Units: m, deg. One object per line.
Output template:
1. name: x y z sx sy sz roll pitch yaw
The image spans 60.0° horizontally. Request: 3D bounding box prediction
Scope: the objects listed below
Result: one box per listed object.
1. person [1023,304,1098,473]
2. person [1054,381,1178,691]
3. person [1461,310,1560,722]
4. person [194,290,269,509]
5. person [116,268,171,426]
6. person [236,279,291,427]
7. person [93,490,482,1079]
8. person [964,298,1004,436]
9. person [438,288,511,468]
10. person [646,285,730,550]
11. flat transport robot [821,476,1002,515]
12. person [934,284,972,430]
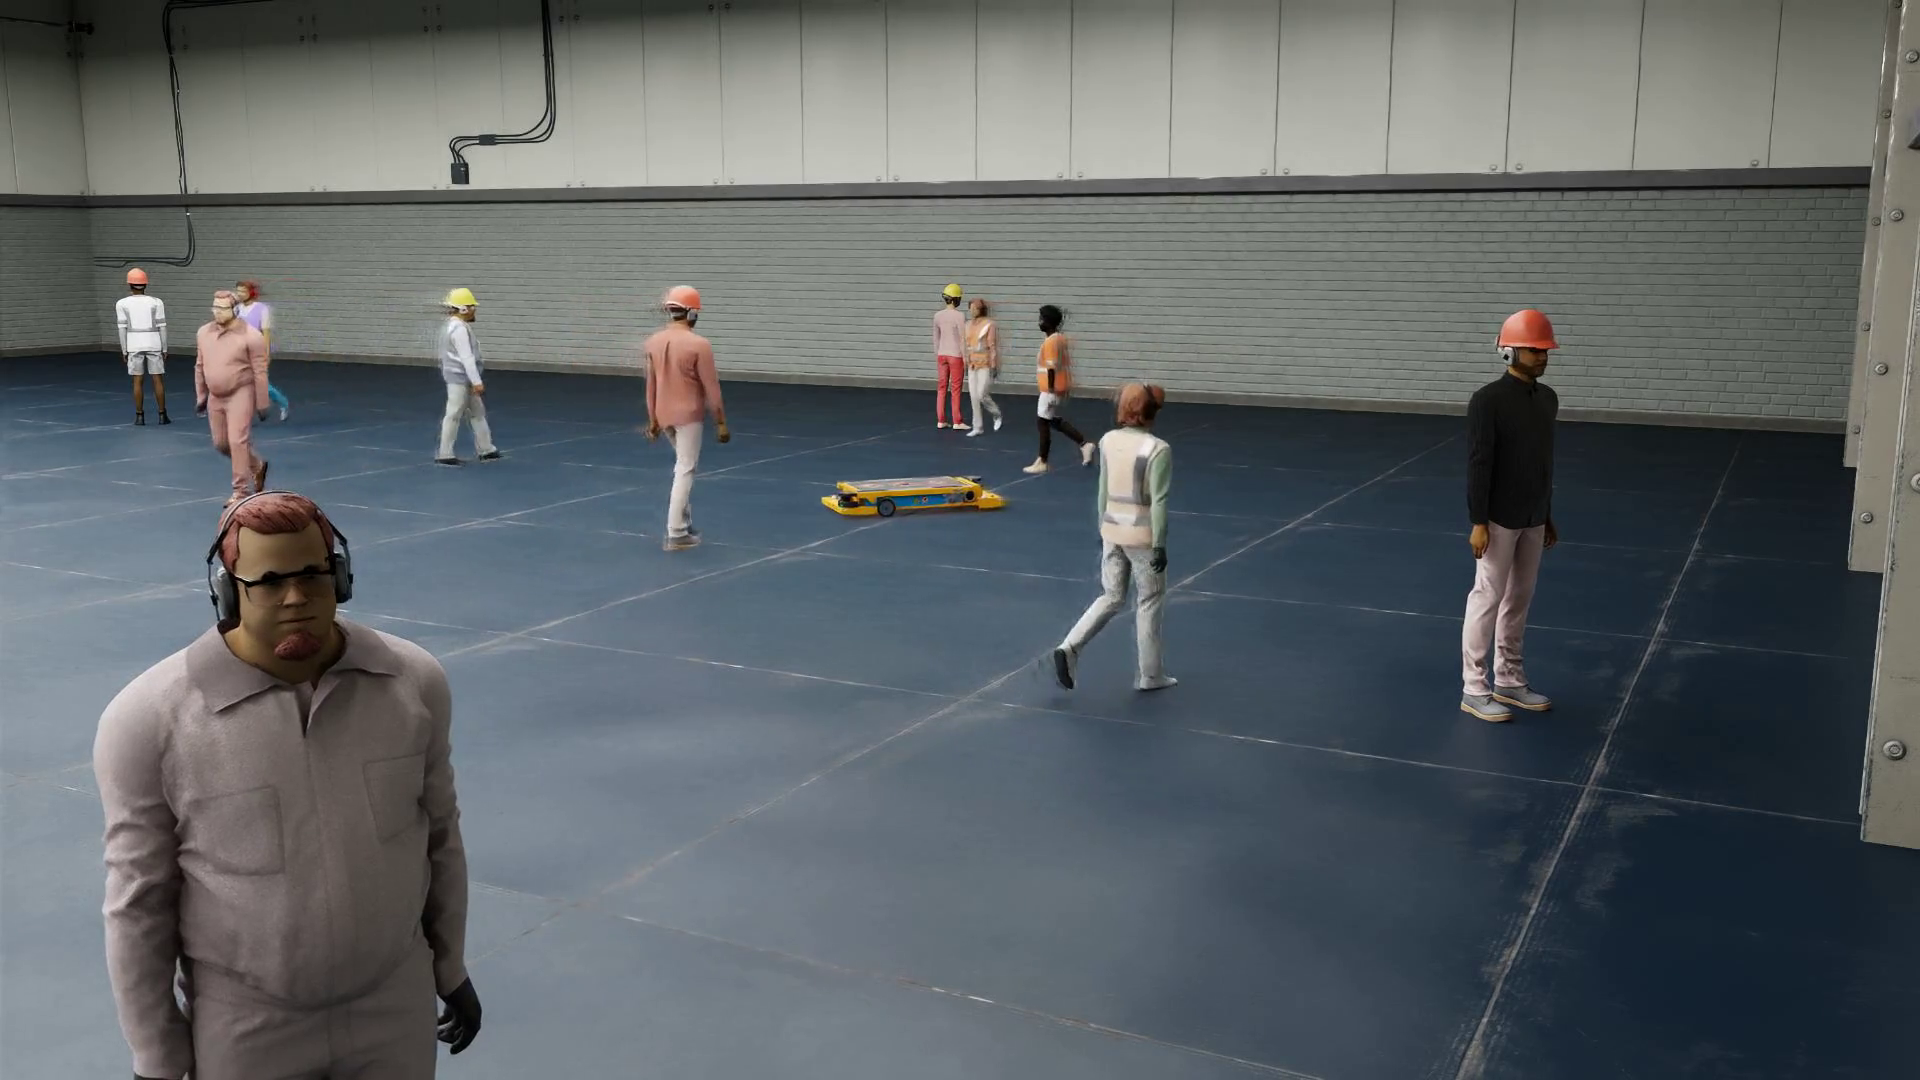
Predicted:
1. person: 0.994 -1.481 16.406 0.667 1.683 0.542 2 11 11
2. person: 0.823 0.004 8.470 0.653 1.625 0.528 -8 13 -36
3. person: 2.707 -0.121 8.129 0.622 1.993 0.382 -8 13 -36
4. person: -6.329 -1.248 14.585 0.653 1.881 0.722 3 11 16
5. person: -10.114 -2.385 20.617 0.544 1.943 0.347 -5 11 -24
6. person: -8.621 -2.286 20.405 0.564 1.826 0.612 5 12 27
7. person: -1.190 0.853 3.060 0.651 1.907 0.409 -9 14 -40
8. person: 0.251 -2.021 19.474 0.417 1.630 0.535 -9 14 -41
9. person: -4.954 -1.638 16.897 0.839 1.803 0.588 -4 11 -19
10. person: -2.019 -0.922 12.541 0.637 1.968 0.664 8 13 38
11. flat transport robot: -0.419 -0.391 14.305 1.431 0.197 0.652 -4 11 -19
12. person: -0.093 -2.209 20.141 0.522 1.768 0.312 9 14 41
